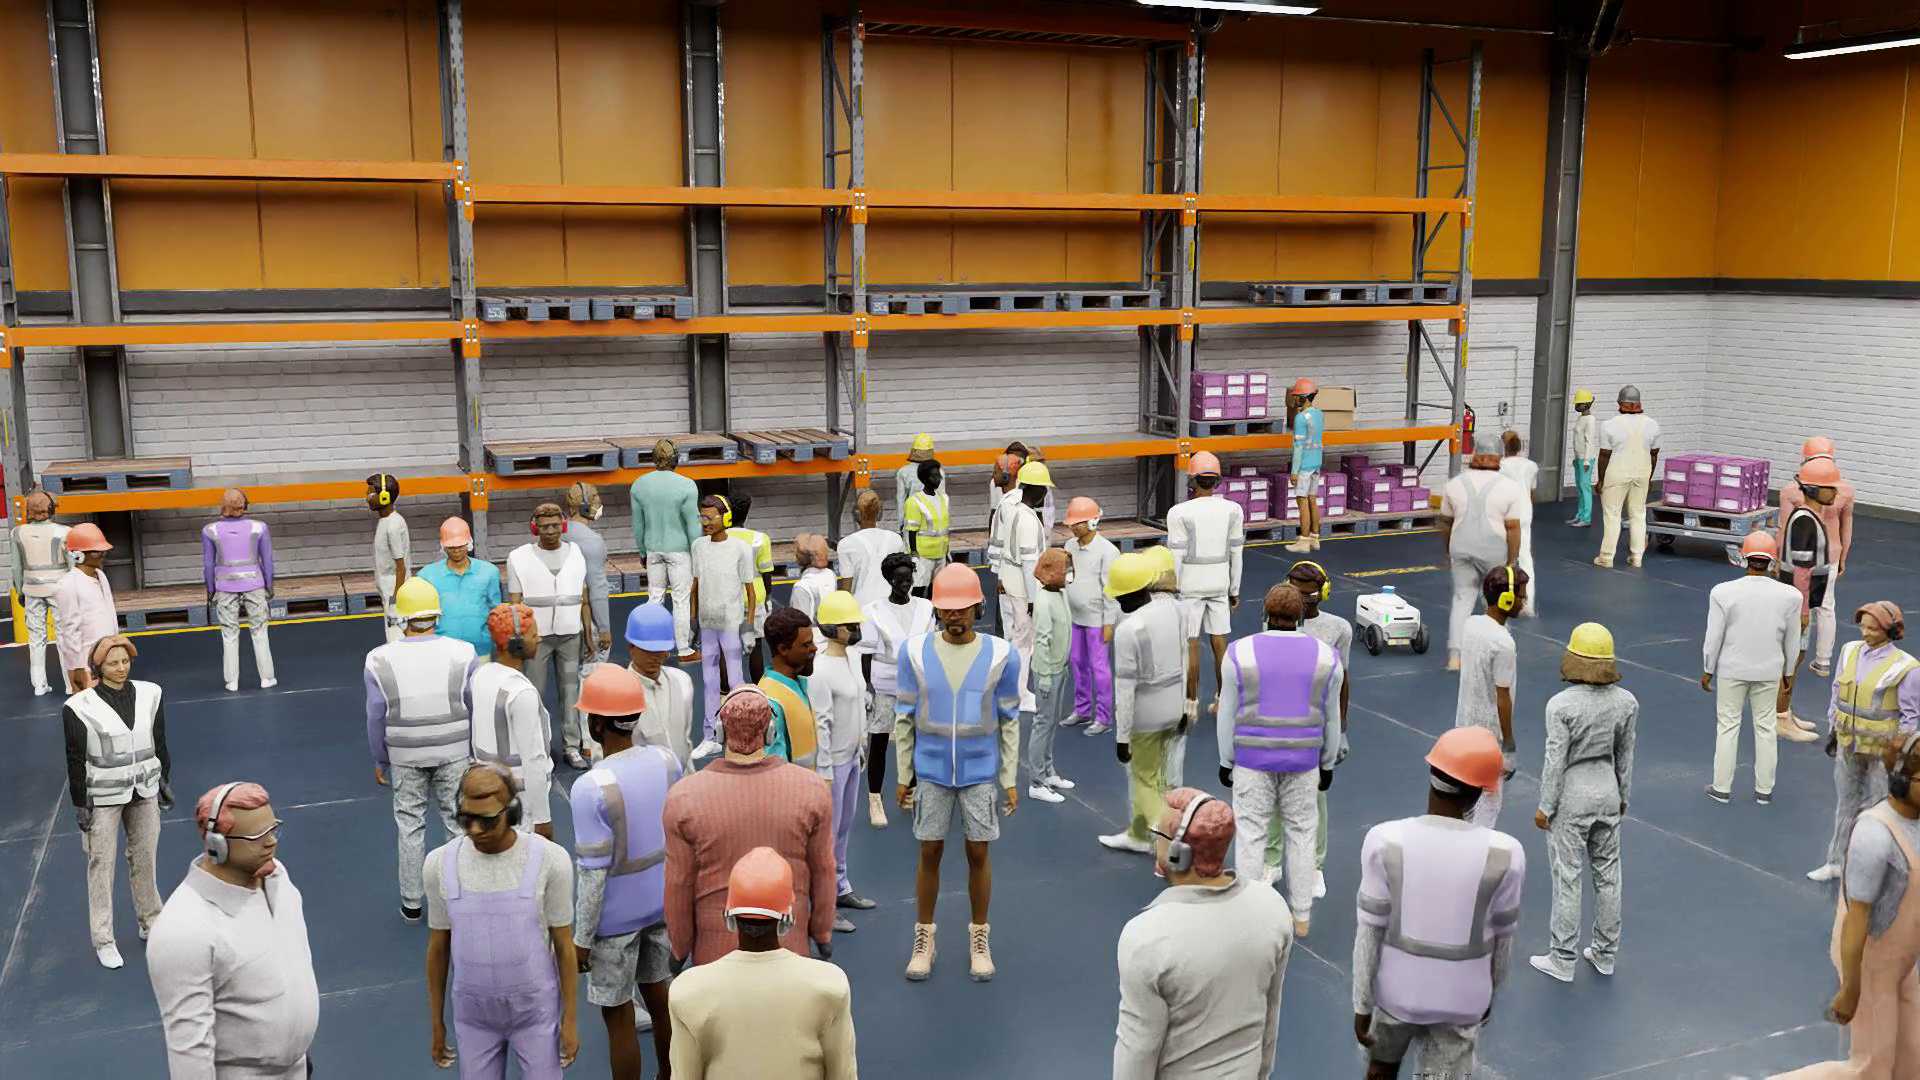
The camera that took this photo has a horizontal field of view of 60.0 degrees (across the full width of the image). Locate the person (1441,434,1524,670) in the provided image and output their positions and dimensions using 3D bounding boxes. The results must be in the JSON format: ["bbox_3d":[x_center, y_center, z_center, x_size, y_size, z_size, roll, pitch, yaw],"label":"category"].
[{"bbox_3d":[4.397,0.079,13.955,0.703,2.000,0.825,8,13,39],"label":"person"}]

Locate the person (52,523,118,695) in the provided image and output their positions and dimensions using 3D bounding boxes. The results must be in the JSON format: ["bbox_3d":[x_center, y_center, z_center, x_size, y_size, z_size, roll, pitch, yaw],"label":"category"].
[{"bbox_3d":[-5.659,0.756,10.877,0.328,1.753,0.560,-1,10,-4],"label":"person"}]

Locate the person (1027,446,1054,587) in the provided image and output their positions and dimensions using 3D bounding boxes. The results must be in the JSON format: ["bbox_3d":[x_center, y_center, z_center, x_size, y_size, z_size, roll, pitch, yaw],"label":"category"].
[{"bbox_3d":[0.752,-0.120,16.313,0.351,1.626,0.583,-2,10,-11],"label":"person"}]

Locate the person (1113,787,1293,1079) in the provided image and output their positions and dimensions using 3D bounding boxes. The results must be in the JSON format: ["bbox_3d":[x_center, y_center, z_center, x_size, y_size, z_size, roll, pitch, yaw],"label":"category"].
[{"bbox_3d":[0.697,1.683,5.092,0.641,1.912,0.407,-7,12,-35],"label":"person"}]

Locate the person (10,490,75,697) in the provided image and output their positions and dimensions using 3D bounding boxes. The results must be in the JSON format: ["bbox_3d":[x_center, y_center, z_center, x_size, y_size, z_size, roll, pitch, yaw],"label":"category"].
[{"bbox_3d":[-7.174,0.428,13.103,0.522,1.638,0.310,0,10,-3],"label":"person"}]

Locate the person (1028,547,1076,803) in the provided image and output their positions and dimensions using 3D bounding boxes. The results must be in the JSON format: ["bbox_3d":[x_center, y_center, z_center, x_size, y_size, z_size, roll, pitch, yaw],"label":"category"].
[{"bbox_3d":[0.595,0.850,10.689,0.263,1.632,0.507,3,10,17],"label":"person"}]

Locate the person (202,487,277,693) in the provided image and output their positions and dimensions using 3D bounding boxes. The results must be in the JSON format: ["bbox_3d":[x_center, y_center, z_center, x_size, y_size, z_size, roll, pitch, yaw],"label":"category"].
[{"bbox_3d":[-5.741,0.400,13.261,0.514,1.640,0.315,-3,10,-19],"label":"person"}]

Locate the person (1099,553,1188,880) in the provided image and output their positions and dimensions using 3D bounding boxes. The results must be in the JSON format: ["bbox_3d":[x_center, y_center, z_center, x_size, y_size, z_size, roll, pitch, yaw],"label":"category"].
[{"bbox_3d":[1.054,0.979,9.320,0.734,1.875,0.663,9,13,42],"label":"person"}]

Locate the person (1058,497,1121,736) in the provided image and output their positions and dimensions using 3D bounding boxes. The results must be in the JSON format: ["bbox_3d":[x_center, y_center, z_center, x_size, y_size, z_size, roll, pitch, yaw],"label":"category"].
[{"bbox_3d":[0.915,0.545,12.143,0.350,1.739,0.573,-7,12,-36],"label":"person"}]

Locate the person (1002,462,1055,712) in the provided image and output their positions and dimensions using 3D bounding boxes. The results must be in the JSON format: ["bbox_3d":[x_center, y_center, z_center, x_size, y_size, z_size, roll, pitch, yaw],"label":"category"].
[{"bbox_3d":[0.522,0.356,12.715,0.396,1.919,0.587,-1,10,-5],"label":"person"}]

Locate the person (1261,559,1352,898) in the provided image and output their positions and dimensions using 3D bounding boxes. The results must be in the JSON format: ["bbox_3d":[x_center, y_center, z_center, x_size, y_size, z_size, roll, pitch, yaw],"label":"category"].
[{"bbox_3d":[1.858,1.019,9.057,0.514,1.865,0.329,4,10,20],"label":"person"}]

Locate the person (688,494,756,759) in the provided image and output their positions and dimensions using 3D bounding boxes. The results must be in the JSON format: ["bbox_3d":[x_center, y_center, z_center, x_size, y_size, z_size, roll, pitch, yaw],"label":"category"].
[{"bbox_3d":[-1.646,0.606,11.416,0.534,1.869,0.311,5,11,25],"label":"person"}]

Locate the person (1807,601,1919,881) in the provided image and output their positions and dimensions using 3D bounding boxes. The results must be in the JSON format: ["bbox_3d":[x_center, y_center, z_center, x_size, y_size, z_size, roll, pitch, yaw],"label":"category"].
[{"bbox_3d":[4.950,1.130,9.062,0.311,1.638,0.513,-4,11,-20],"label":"person"}]

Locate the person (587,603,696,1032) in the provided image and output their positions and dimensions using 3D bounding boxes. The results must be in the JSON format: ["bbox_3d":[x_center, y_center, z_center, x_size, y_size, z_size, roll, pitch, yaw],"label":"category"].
[{"bbox_3d":[-1.419,1.232,7.591,0.403,1.944,0.605,7,12,35],"label":"person"}]

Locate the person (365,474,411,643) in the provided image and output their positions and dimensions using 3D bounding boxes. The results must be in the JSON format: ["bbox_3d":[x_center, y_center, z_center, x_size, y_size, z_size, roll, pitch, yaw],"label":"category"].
[{"bbox_3d":[-4.259,0.431,12.424,0.316,1.870,0.532,-4,11,-24],"label":"person"}]

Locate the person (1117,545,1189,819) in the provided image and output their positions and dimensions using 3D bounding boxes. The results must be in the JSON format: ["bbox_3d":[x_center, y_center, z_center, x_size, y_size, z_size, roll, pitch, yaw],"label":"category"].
[{"bbox_3d":[1.186,0.893,10.173,0.480,1.721,0.457,5,11,27],"label":"person"}]

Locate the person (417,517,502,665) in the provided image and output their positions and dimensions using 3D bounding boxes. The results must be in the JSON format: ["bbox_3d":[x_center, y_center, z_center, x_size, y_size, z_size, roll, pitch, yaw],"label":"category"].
[{"bbox_3d":[-3.342,0.707,11.168,0.575,1.749,0.335,-4,11,-23],"label":"person"}]

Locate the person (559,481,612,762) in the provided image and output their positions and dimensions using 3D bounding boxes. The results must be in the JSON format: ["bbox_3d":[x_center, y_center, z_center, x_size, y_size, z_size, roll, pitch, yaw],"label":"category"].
[{"bbox_3d":[-2.593,0.557,11.493,0.359,1.938,0.635,-8,13,-40],"label":"person"}]

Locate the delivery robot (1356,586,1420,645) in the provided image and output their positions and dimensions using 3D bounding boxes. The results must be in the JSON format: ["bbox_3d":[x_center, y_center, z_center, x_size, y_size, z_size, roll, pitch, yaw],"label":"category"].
[{"bbox_3d":[3.775,0.649,14.682,0.477,0.478,0.707,-1,10,-8],"label":"delivery robot"}]

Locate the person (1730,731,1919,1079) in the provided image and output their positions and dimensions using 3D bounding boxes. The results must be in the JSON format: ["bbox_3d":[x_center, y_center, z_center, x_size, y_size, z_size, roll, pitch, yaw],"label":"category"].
[{"bbox_3d":[3.298,1.553,6.107,0.685,1.825,0.512,9,13,43],"label":"person"}]

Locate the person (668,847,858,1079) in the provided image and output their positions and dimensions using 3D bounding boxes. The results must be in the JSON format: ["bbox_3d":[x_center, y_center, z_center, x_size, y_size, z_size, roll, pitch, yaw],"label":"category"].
[{"bbox_3d":[-0.586,1.775,5.010,0.562,1.752,0.327,-1,10,-6],"label":"person"}]

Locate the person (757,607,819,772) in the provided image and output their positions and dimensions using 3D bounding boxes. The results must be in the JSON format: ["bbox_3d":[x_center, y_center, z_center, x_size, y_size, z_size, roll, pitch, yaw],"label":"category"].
[{"bbox_3d":[-0.804,1.246,7.585,0.391,1.920,0.587,0,10,-1],"label":"person"}]

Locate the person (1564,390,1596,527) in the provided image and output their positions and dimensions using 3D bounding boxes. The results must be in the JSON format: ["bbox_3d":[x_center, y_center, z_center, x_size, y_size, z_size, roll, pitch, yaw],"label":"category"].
[{"bbox_3d":[7.933,-1.040,21.229,0.340,1.761,0.525,1,10,5],"label":"person"}]

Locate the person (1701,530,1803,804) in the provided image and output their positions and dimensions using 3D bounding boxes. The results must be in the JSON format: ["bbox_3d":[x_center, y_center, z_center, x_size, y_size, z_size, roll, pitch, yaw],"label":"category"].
[{"bbox_3d":[5.019,0.808,10.586,0.575,1.749,0.334,2,10,10],"label":"person"}]

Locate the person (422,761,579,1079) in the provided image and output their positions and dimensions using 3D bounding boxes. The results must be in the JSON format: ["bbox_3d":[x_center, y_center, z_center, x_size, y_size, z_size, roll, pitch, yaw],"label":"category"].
[{"bbox_3d":[-1.552,1.626,5.654,0.515,1.835,0.359,0,10,0],"label":"person"}]

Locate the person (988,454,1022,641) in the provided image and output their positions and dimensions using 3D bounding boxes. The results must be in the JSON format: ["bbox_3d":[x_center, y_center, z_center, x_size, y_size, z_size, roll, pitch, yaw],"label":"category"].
[{"bbox_3d":[0.390,0.236,13.507,0.350,1.882,0.583,1,10,7],"label":"person"}]

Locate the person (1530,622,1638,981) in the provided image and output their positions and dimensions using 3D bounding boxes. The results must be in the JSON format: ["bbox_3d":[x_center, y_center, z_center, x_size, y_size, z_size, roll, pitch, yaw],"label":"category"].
[{"bbox_3d":[3.003,1.255,8.036,0.493,1.743,0.312,-3,10,-15],"label":"person"}]

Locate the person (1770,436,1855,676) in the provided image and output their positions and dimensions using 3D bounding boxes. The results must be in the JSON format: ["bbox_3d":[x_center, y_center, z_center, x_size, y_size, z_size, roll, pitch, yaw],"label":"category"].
[{"bbox_3d":[7.022,0.140,13.736,0.611,1.996,0.379,0,10,2],"label":"person"}]

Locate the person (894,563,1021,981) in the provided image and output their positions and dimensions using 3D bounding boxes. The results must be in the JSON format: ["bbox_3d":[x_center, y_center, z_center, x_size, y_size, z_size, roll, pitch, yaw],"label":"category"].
[{"bbox_3d":[-0.015,1.114,7.987,0.605,2.045,0.382,1,10,3],"label":"person"}]

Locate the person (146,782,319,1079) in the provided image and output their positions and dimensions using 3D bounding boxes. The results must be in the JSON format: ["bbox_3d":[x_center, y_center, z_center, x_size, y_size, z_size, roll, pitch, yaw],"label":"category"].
[{"bbox_3d":[-2.192,1.671,5.173,0.403,1.906,0.652,1,10,4],"label":"person"}]

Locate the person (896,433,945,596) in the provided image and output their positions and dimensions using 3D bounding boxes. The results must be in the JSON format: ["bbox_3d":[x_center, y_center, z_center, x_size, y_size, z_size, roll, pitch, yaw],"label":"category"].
[{"bbox_3d":[-0.369,-0.177,16.289,0.492,1.742,0.321,2,10,14],"label":"person"}]

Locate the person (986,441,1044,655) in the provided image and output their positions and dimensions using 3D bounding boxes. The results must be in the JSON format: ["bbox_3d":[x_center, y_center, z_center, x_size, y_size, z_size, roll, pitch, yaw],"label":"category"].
[{"bbox_3d":[0.484,0.072,14.481,0.514,1.876,0.328,2,10,9],"label":"person"}]

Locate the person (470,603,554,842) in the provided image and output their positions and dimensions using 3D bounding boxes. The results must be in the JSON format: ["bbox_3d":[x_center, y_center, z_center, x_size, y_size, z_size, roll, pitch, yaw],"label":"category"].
[{"bbox_3d":[-2.079,1.223,7.817,0.343,1.882,0.585,-8,13,-39],"label":"person"}]

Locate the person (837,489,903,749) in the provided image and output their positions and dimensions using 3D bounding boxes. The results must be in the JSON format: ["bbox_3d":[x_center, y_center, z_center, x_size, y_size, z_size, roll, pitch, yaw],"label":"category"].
[{"bbox_3d":[-0.642,0.556,11.770,0.513,1.845,0.340,-6,12,-31],"label":"person"}]

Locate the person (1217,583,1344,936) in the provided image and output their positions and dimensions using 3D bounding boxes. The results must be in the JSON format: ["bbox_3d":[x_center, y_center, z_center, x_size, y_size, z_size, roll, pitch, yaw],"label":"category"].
[{"bbox_3d":[1.629,1.130,8.530,0.632,1.833,0.431,0,10,1],"label":"person"}]

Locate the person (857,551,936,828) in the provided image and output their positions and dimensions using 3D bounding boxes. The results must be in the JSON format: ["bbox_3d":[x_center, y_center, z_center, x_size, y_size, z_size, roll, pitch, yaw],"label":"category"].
[{"bbox_3d":[-0.376,0.906,10.188,0.534,1.697,0.318,-5,11,-27],"label":"person"}]

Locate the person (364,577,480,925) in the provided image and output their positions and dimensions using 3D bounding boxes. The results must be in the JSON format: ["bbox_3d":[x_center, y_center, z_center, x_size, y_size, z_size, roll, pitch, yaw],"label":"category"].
[{"bbox_3d":[-2.773,1.097,8.688,0.590,1.835,0.404,-3,10,-17],"label":"person"}]

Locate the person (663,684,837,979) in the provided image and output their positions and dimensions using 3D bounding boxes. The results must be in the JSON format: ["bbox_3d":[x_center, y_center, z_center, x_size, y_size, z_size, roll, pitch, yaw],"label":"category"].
[{"bbox_3d":[-0.789,1.479,6.282,0.651,1.907,0.409,-2,10,-14],"label":"person"}]

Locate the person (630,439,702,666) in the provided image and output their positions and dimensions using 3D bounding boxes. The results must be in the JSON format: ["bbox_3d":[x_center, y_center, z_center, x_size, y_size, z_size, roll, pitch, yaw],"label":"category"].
[{"bbox_3d":[-2.465,0.108,14.088,0.632,1.940,0.372,3,10,17],"label":"person"}]

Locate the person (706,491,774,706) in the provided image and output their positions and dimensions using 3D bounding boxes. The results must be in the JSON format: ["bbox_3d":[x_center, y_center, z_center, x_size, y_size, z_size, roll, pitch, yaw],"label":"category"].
[{"bbox_3d":[-1.682,0.471,12.691,0.539,1.696,0.317,0,10,-2],"label":"person"}]

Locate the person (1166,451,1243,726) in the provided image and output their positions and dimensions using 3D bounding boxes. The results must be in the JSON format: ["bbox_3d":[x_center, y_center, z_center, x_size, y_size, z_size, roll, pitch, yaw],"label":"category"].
[{"bbox_3d":[1.788,0.356,12.354,0.615,2.041,0.392,-3,10,-17],"label":"person"}]

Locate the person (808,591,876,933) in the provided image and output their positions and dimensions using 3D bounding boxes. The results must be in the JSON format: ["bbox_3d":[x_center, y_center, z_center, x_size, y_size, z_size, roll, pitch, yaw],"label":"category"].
[{"bbox_3d":[-0.620,1.134,8.662,0.302,1.772,0.533,3,10,16],"label":"person"}]

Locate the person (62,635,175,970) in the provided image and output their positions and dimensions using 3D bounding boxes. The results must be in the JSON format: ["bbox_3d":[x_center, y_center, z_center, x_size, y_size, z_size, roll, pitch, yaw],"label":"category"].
[{"bbox_3d":[-4.153,1.272,8.238,0.307,1.641,0.512,6,12,32],"label":"person"}]

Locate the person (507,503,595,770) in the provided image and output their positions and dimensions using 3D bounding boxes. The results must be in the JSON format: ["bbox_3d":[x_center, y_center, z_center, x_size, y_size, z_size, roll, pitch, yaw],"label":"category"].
[{"bbox_3d":[-2.745,0.654,11.205,0.564,1.846,0.391,-5,11,-28],"label":"person"}]

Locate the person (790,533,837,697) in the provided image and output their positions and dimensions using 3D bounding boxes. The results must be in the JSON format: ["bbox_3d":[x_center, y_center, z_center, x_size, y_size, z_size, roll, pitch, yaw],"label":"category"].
[{"bbox_3d":[-0.979,0.762,11.177,0.308,1.640,0.510,3,10,19],"label":"person"}]

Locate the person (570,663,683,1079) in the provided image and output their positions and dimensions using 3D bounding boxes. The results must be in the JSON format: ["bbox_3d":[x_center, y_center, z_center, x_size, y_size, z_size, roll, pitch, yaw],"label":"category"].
[{"bbox_3d":[-1.318,1.430,6.470,0.360,1.939,0.543,6,11,29],"label":"person"}]

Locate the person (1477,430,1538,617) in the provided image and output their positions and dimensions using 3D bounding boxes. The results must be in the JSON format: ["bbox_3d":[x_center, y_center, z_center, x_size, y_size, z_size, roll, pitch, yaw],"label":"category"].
[{"bbox_3d":[5.354,-0.170,16.141,0.511,1.795,0.998,0,10,-2],"label":"person"}]

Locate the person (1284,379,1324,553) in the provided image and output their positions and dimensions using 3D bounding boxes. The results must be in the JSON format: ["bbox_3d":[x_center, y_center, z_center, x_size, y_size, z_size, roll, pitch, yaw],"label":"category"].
[{"bbox_3d":[4.012,-0.866,19.430,0.406,2.035,0.608,7,12,35],"label":"person"}]

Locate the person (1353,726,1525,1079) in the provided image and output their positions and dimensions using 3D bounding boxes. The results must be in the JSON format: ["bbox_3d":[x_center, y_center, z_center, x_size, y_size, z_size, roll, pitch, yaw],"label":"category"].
[{"bbox_3d":[1.649,1.561,5.817,0.563,1.897,0.648,3,10,17],"label":"person"}]

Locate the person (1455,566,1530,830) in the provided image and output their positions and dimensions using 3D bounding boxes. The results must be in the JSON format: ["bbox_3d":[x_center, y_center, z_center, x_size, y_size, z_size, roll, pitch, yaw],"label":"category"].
[{"bbox_3d":[2.846,1.046,8.930,0.347,1.855,0.531,-1,10,-8],"label":"person"}]

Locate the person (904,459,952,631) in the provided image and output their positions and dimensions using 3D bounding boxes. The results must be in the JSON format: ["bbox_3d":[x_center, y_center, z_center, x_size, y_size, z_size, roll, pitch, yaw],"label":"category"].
[{"bbox_3d":[-0.271,0.128,14.660,0.318,1.699,0.533,8,13,39],"label":"person"}]

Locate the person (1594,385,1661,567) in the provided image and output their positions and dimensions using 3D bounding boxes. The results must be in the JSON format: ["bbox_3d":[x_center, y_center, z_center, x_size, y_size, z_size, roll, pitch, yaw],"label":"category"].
[{"bbox_3d":[7.382,-0.715,18.533,0.680,2.000,0.537,-1,10,-4],"label":"person"}]

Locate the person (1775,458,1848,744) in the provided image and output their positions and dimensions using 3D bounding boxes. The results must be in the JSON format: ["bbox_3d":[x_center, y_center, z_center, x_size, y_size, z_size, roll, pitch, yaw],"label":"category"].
[{"bbox_3d":[6.083,0.425,11.957,0.397,2.044,0.609,5,11,26],"label":"person"}]
